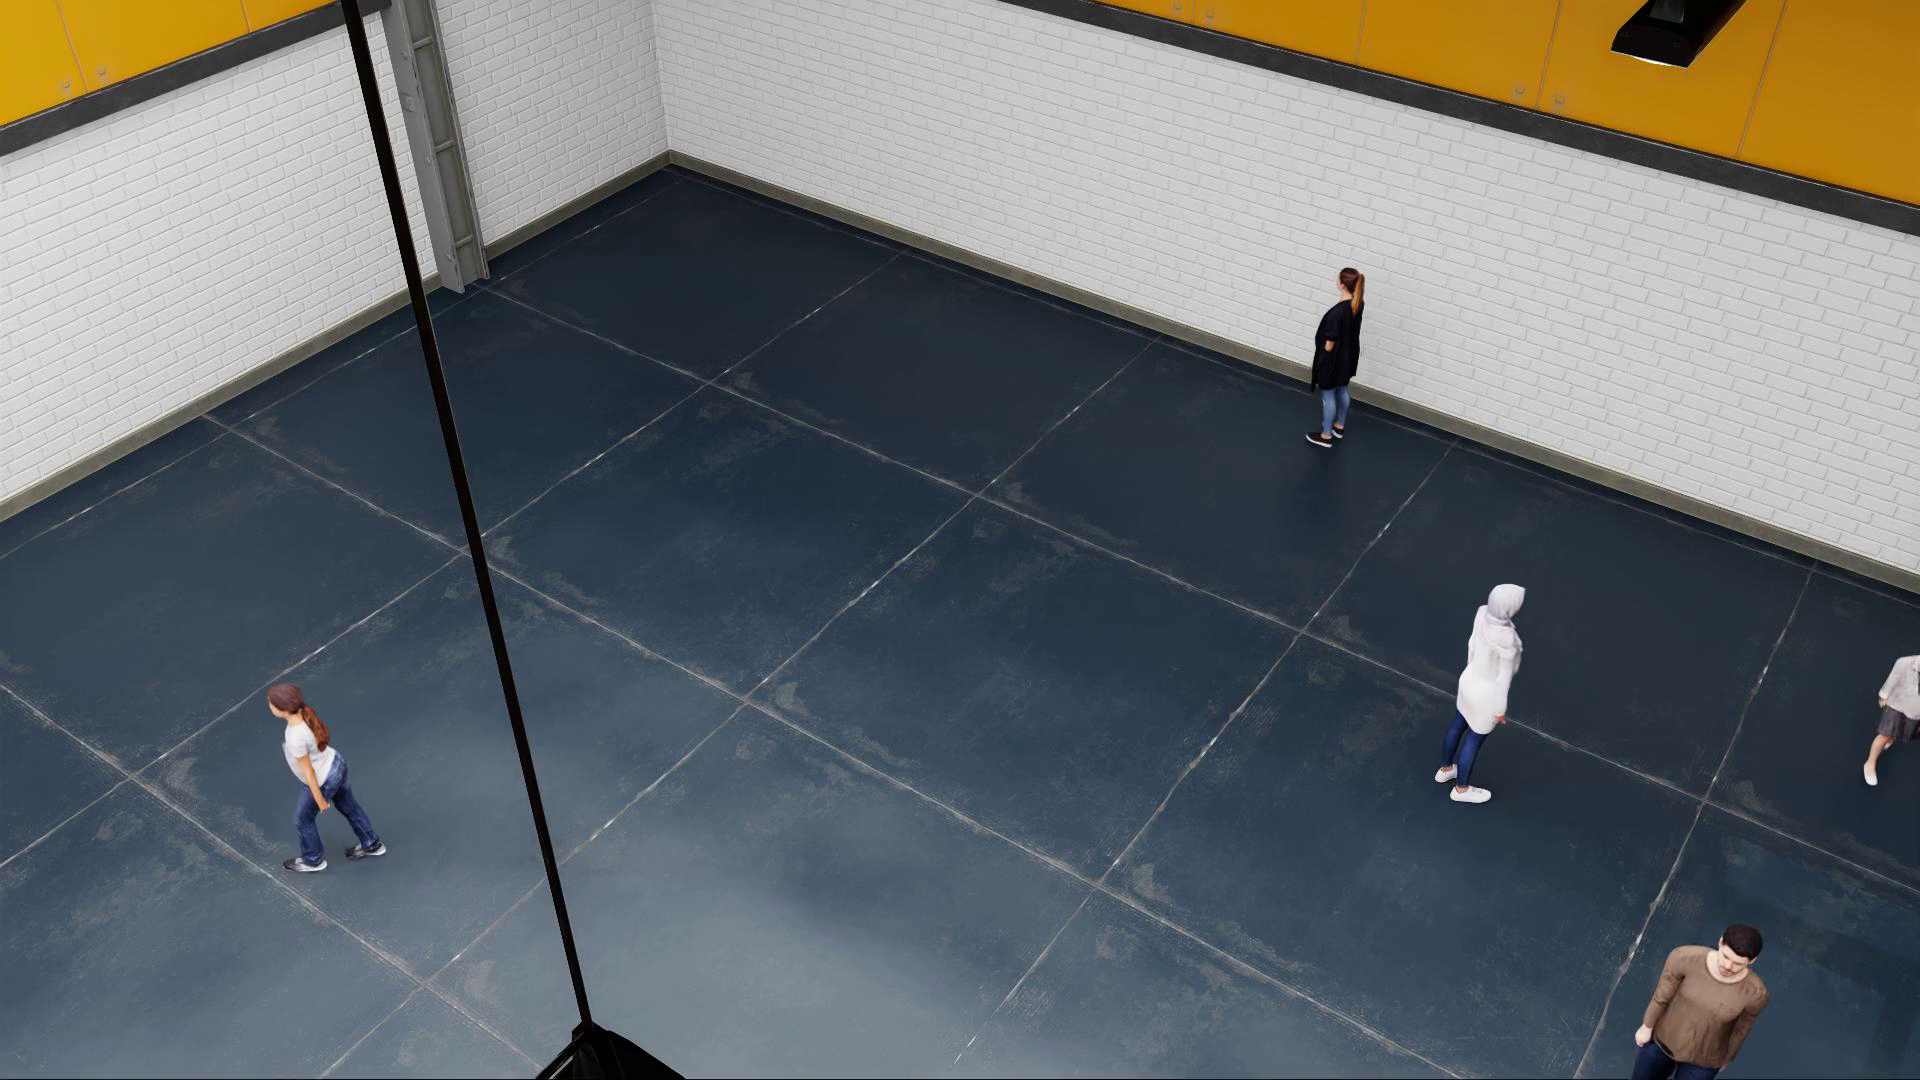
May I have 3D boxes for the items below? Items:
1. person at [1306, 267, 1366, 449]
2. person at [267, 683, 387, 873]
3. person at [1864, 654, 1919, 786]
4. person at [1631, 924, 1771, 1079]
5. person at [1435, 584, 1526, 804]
[{"bbox_3d":[3.215,-1.552,14.105,0.569,1.683,0.737,-30,47,-32],"label":"person"},{"bbox_3d":[-3.934,1.480,10.426,0.876,1.536,0.865,0,39,0],"label":"person"},{"bbox_3d":[6.368,1.070,11.158,0.588,1.263,0.769,19,42,22],"label":"person"},{"bbox_3d":[3.867,2.586,8.773,0.652,1.871,0.885,25,45,28],"label":"person"},{"bbox_3d":[3.397,0.987,10.853,0.740,1.775,0.682,-7,39,-8],"label":"person"}]
